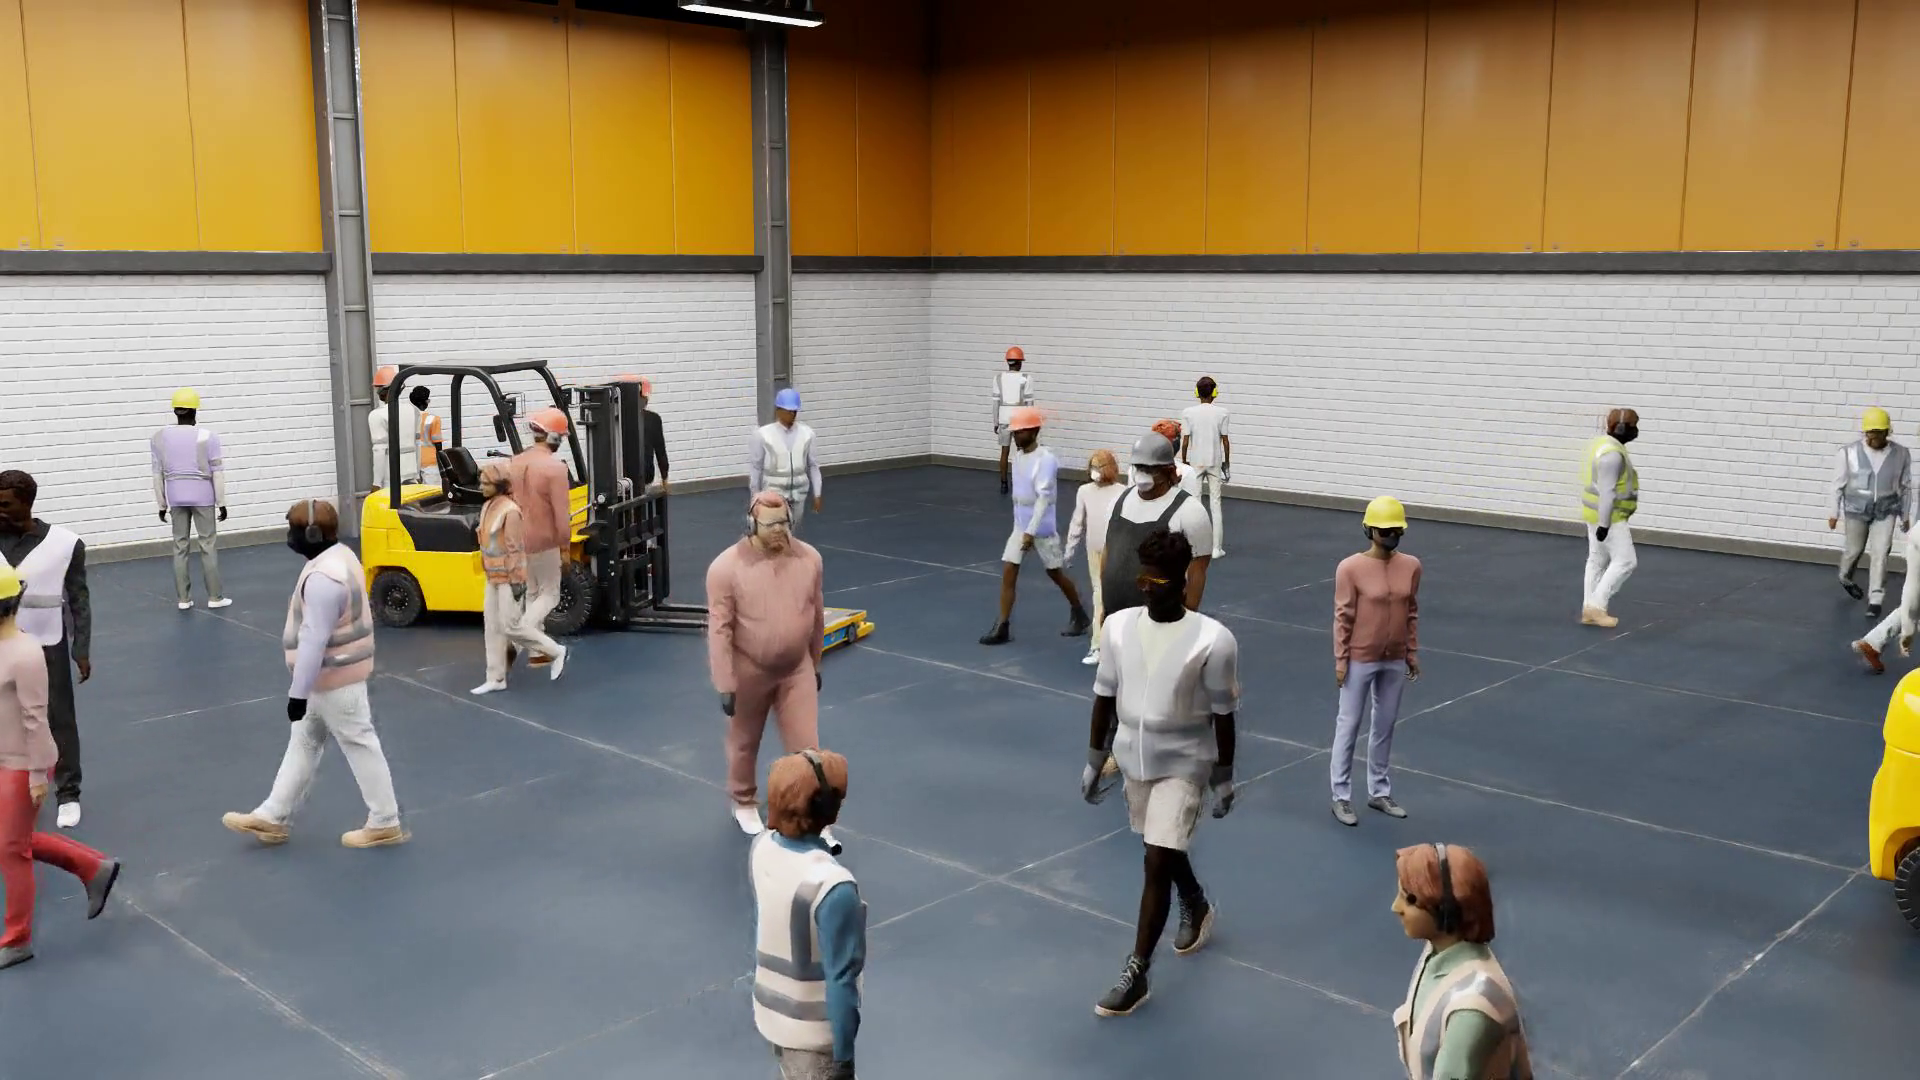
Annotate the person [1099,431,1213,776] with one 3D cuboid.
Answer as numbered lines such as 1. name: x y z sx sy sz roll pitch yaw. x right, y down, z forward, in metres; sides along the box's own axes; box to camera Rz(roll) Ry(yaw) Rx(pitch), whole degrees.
1. person: 1.061 0.389 9.530 0.684 2.000 0.538 7 12 36

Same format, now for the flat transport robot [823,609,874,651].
1. flat transport robot: -1.263 0.723 12.892 0.652 0.197 1.431 4 10 22

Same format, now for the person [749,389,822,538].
1. person: -1.554 -0.424 15.005 0.624 1.885 1.020 -5 10 -27

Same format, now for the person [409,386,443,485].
1. person: -5.829 -0.825 18.047 0.532 1.694 0.320 3 10 20

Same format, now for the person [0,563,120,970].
1. person: -3.974 0.932 7.104 0.527 1.747 0.616 7 12 38

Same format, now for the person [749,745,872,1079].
1. person: -0.481 1.386 4.702 0.636 1.618 0.523 -6 11 -34

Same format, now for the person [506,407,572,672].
1. person: -3.119 0.024 12.034 0.681 1.956 0.725 6 11 34

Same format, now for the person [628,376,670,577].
1. person: -3.140 -0.632 16.144 1.049 1.934 0.626 9 13 44

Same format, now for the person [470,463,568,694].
1. person: -3.106 0.263 11.575 0.586 1.620 0.522 -7 12 -36

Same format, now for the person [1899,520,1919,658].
1. person: 5.536 0.504 9.269 0.966 1.905 0.631 -4 10 -21

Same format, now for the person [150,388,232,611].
1. person: -6.648 -0.348 14.388 0.585 1.929 0.377 -1 9 -5

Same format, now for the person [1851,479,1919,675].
1. person: 6.971 0.064 11.969 0.924 1.910 0.639 2 9 10

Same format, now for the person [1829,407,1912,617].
1. person: 7.862 -0.274 14.383 0.631 1.791 0.837 4 10 23

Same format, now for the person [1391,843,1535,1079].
1. person: 1.156 1.507 3.983 0.622 1.609 0.522 1 9 3

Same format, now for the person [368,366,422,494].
1. person: -5.318 -0.611 15.647 0.392 2.045 0.608 4 10 25

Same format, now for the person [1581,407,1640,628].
1. person: 5.340 -0.177 13.663 0.443 1.826 0.645 2 10 13

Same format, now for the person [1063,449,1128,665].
1. person: 1.007 0.129 12.415 0.533 1.610 0.670 9 13 44

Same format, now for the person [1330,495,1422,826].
1. person: 2.228 0.635 8.861 0.527 1.768 0.331 -3 10 -20

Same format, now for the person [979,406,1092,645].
1. person: 0.623 -0.126 13.184 1.005 1.896 0.543 -7 12 -38

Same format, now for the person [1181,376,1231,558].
1. person: 2.504 -0.740 16.994 0.521 1.865 0.328 2 9 9

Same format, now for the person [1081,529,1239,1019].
1. person: 0.850 0.888 6.864 0.618 1.926 1.001 7 12 37

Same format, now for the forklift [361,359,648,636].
1. forklift: -3.850 -0.407 13.936 2.313 2.155 1.214 2 9 11

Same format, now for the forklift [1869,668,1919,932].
1. forklift: 5.205 0.723 7.013 2.313 2.155 1.214 9 13 43

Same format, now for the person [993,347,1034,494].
1. person: 0.707 -1.569 21.859 0.548 1.934 0.374 3 10 15

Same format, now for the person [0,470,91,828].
1. person: -4.898 0.574 8.780 0.590 1.916 0.399 -2 9 -10

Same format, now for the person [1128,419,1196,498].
1. person: 1.466 0.073 11.948 0.573 1.883 0.357 8 12 40

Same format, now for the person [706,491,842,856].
1. person: -0.940 0.670 8.402 0.658 1.842 1.008 -4 10 -25

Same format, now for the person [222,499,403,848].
1. person: -3.293 0.696 8.367 0.919 1.798 0.659 -3 10 -16
